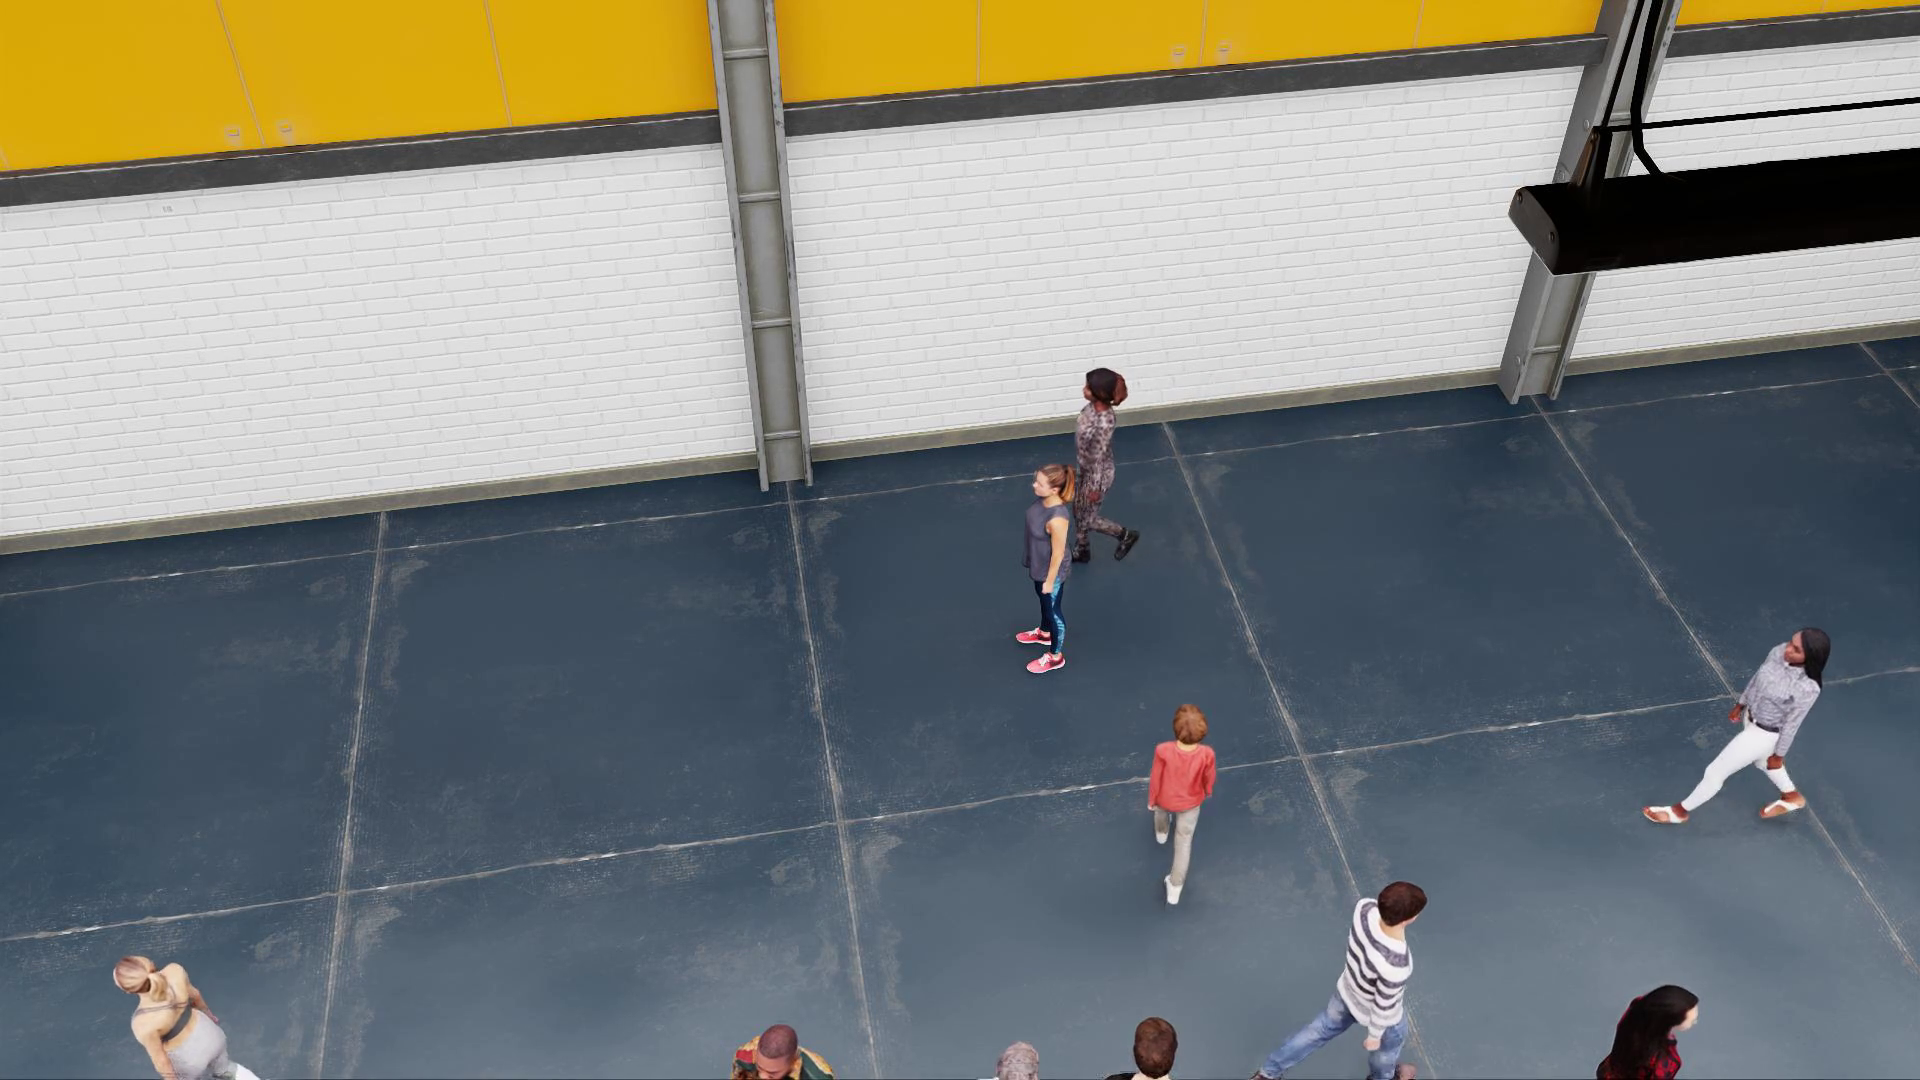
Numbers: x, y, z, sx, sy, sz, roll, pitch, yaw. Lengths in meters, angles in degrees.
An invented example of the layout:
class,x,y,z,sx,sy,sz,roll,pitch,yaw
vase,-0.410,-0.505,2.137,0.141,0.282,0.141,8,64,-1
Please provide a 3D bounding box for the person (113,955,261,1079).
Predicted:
class,x,y,z,sx,sy,sz,roll,pitch,yaw
person,-3.734,2.554,8.253,0.976,1.690,0.801,10,45,11

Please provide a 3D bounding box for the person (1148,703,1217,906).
class,x,y,z,sx,sy,sz,roll,pitch,yaw
person,1.263,1.520,9.558,0.929,1.388,0.768,4,44,5

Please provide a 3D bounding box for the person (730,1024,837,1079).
class,x,y,z,sx,sy,sz,roll,pitch,yaw
person,-0.798,2.802,7.909,0.781,1.806,0.880,15,46,15

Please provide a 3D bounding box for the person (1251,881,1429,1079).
class,x,y,z,sx,sy,sz,roll,pitch,yaw
person,1.968,2.334,8.396,1.183,1.812,0.713,-10,45,-11

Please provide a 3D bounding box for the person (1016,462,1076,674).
class,x,y,z,sx,sy,sz,roll,pitch,yaw
person,0.572,0.156,10.747,0.519,1.721,0.551,-8,44,-8

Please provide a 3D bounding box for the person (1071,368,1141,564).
class,x,y,z,sx,sy,sz,roll,pitch,yaw
person,0.990,-0.462,11.406,0.813,1.708,0.599,-5,44,-5

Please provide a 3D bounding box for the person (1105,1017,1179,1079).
class,x,y,z,sx,sy,sz,roll,pitch,yaw
person,0.869,2.953,7.715,1.277,1.855,1.122,13,45,13

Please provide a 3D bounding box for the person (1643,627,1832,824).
class,x,y,z,sx,sy,sz,roll,pitch,yaw
person,4.785,1.127,9.755,1.249,1.683,0.797,2,44,2

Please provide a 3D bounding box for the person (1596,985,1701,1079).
class,x,y,z,sx,sy,sz,roll,pitch,yaw
person,3.252,2.681,8.146,0.555,1.654,0.617,-1,44,-1
